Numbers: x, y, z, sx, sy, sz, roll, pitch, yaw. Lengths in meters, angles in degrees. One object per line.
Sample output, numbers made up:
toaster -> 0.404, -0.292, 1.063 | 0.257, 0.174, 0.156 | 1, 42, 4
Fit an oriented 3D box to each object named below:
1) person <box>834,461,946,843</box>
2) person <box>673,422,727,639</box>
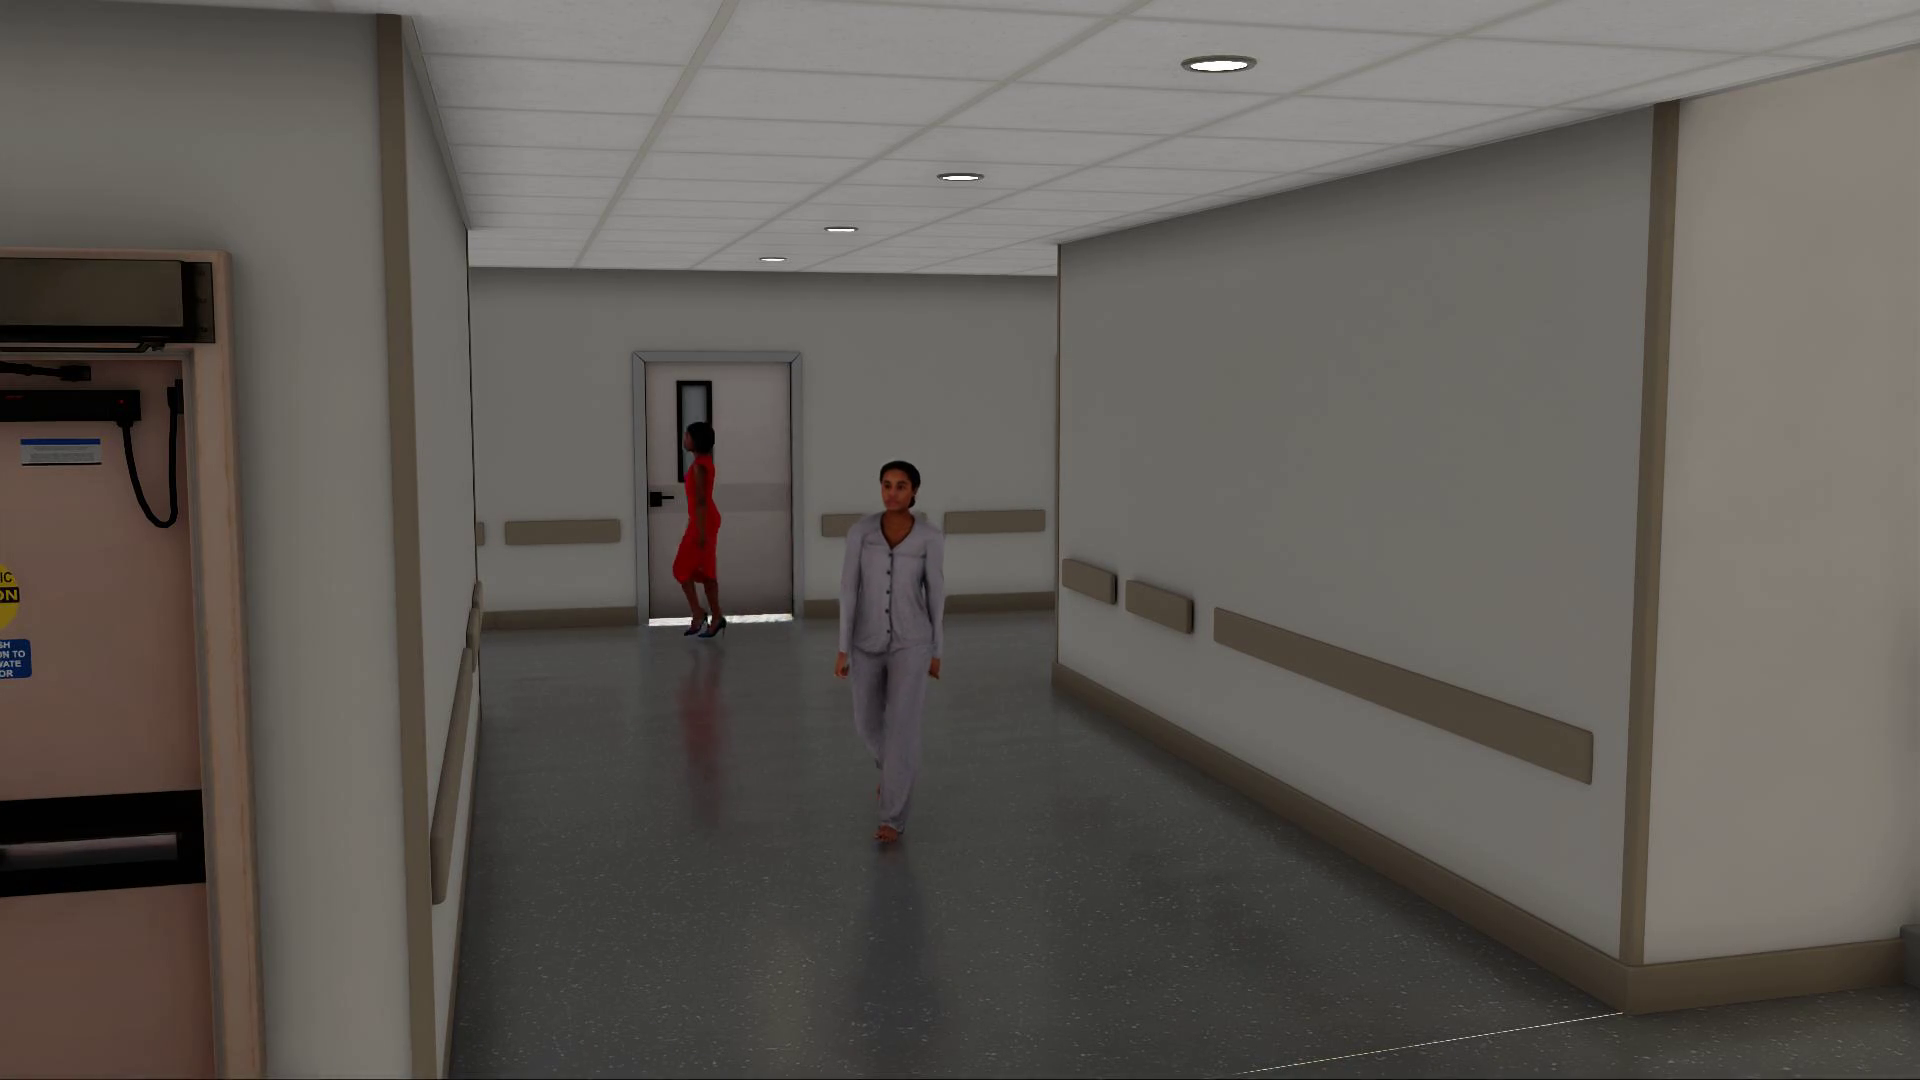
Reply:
person -> -0.318, 0.494, 7.813 | 1.138, 1.709, 0.988 | 1, 6, 8
person -> -1.973, -0.066, 13.266 | 0.682, 1.731, 0.645 | -1, 6, -5
